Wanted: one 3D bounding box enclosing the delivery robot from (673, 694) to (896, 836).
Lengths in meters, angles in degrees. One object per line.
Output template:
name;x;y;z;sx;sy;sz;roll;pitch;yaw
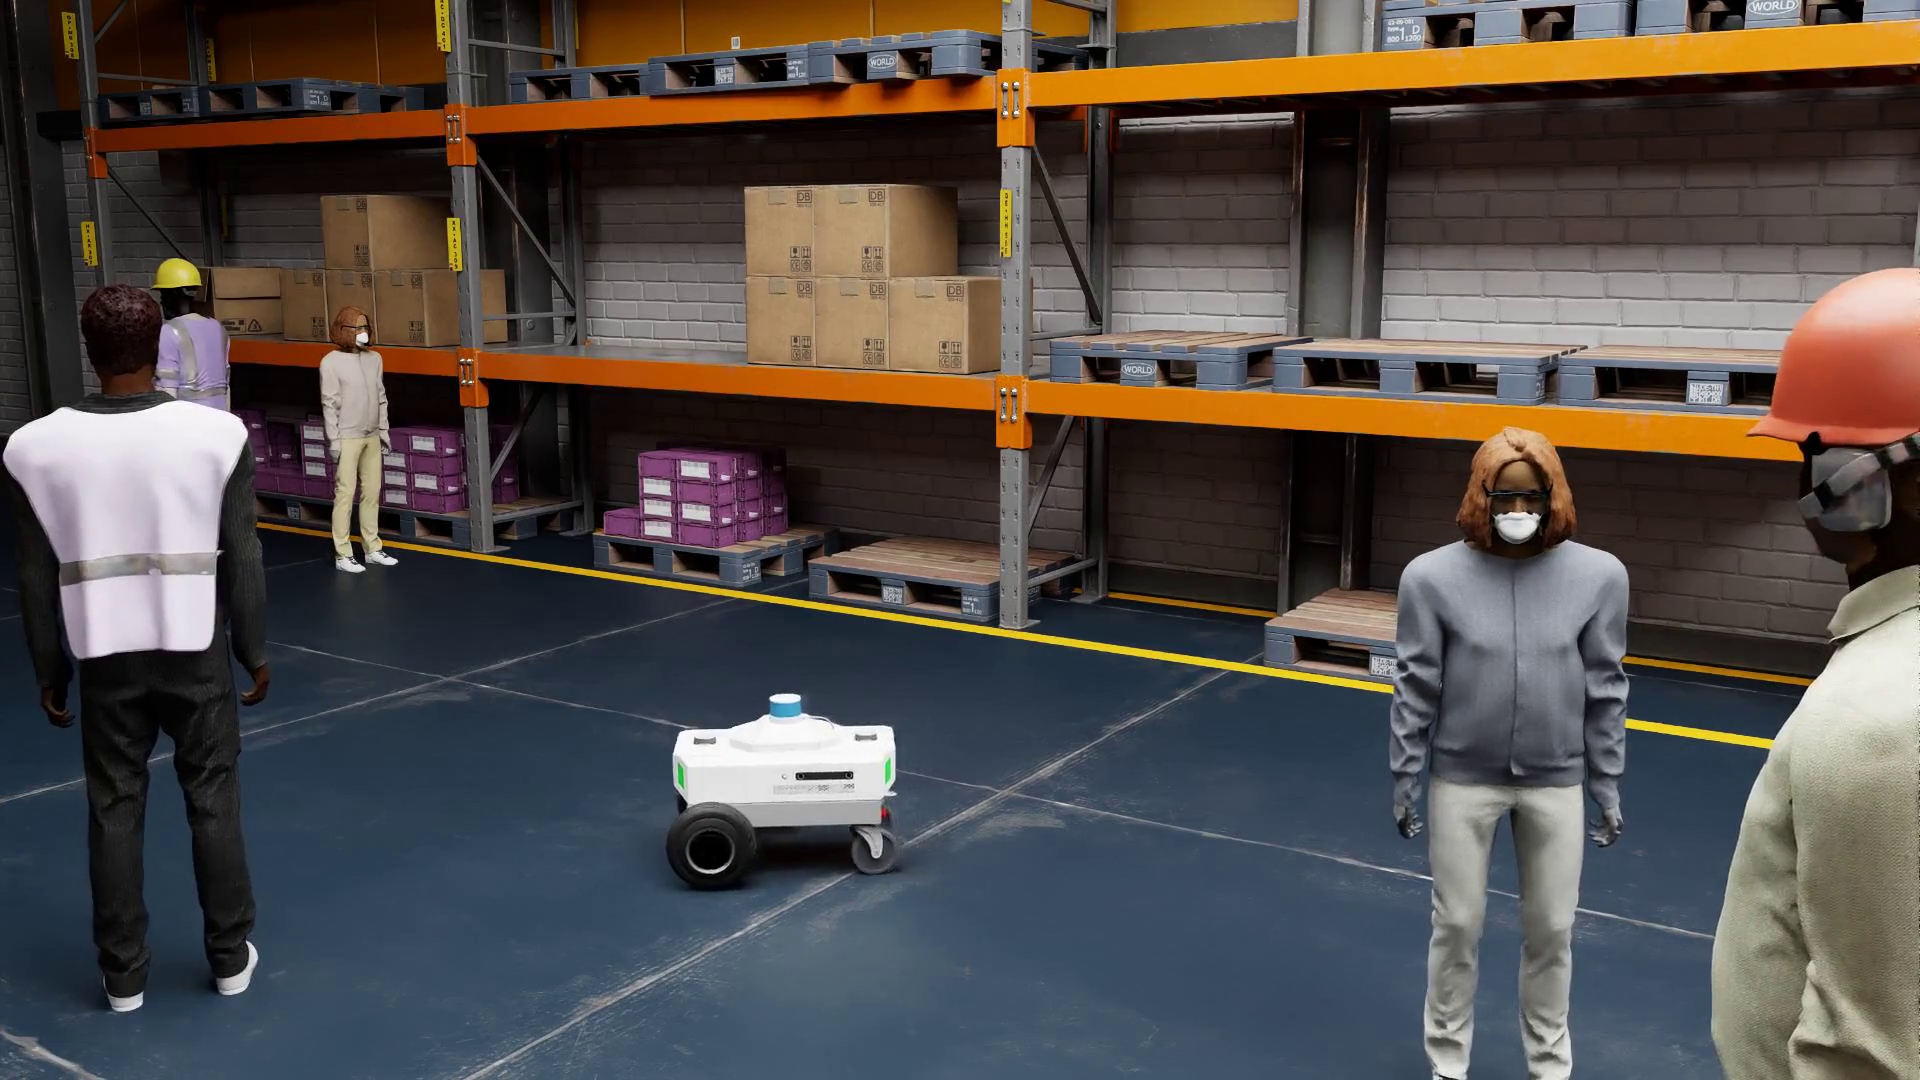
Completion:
delivery robot;-0.559;0.742;5.379;0.707;0.478;0.477;-1;10;-5

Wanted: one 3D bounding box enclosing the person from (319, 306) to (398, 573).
person;-3.695;-0.617;10.202;0.282;1.625;0.493;4;11;22

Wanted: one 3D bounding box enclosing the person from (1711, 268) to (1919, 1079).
person;1.010;0.702;1.873;0.390;1.990;0.623;10;14;43

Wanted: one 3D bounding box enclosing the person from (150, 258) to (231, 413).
person;-4.370;-0.630;9.472;0.390;1.922;0.589;2;10;9

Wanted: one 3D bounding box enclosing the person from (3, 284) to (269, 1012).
person;-2.133;0.295;4.376;0.583;1.911;0.391;-3;11;-17

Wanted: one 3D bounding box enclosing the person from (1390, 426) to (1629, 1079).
person;1.217;0.554;3.722;0.504;1.622;0.299;2;10;8
